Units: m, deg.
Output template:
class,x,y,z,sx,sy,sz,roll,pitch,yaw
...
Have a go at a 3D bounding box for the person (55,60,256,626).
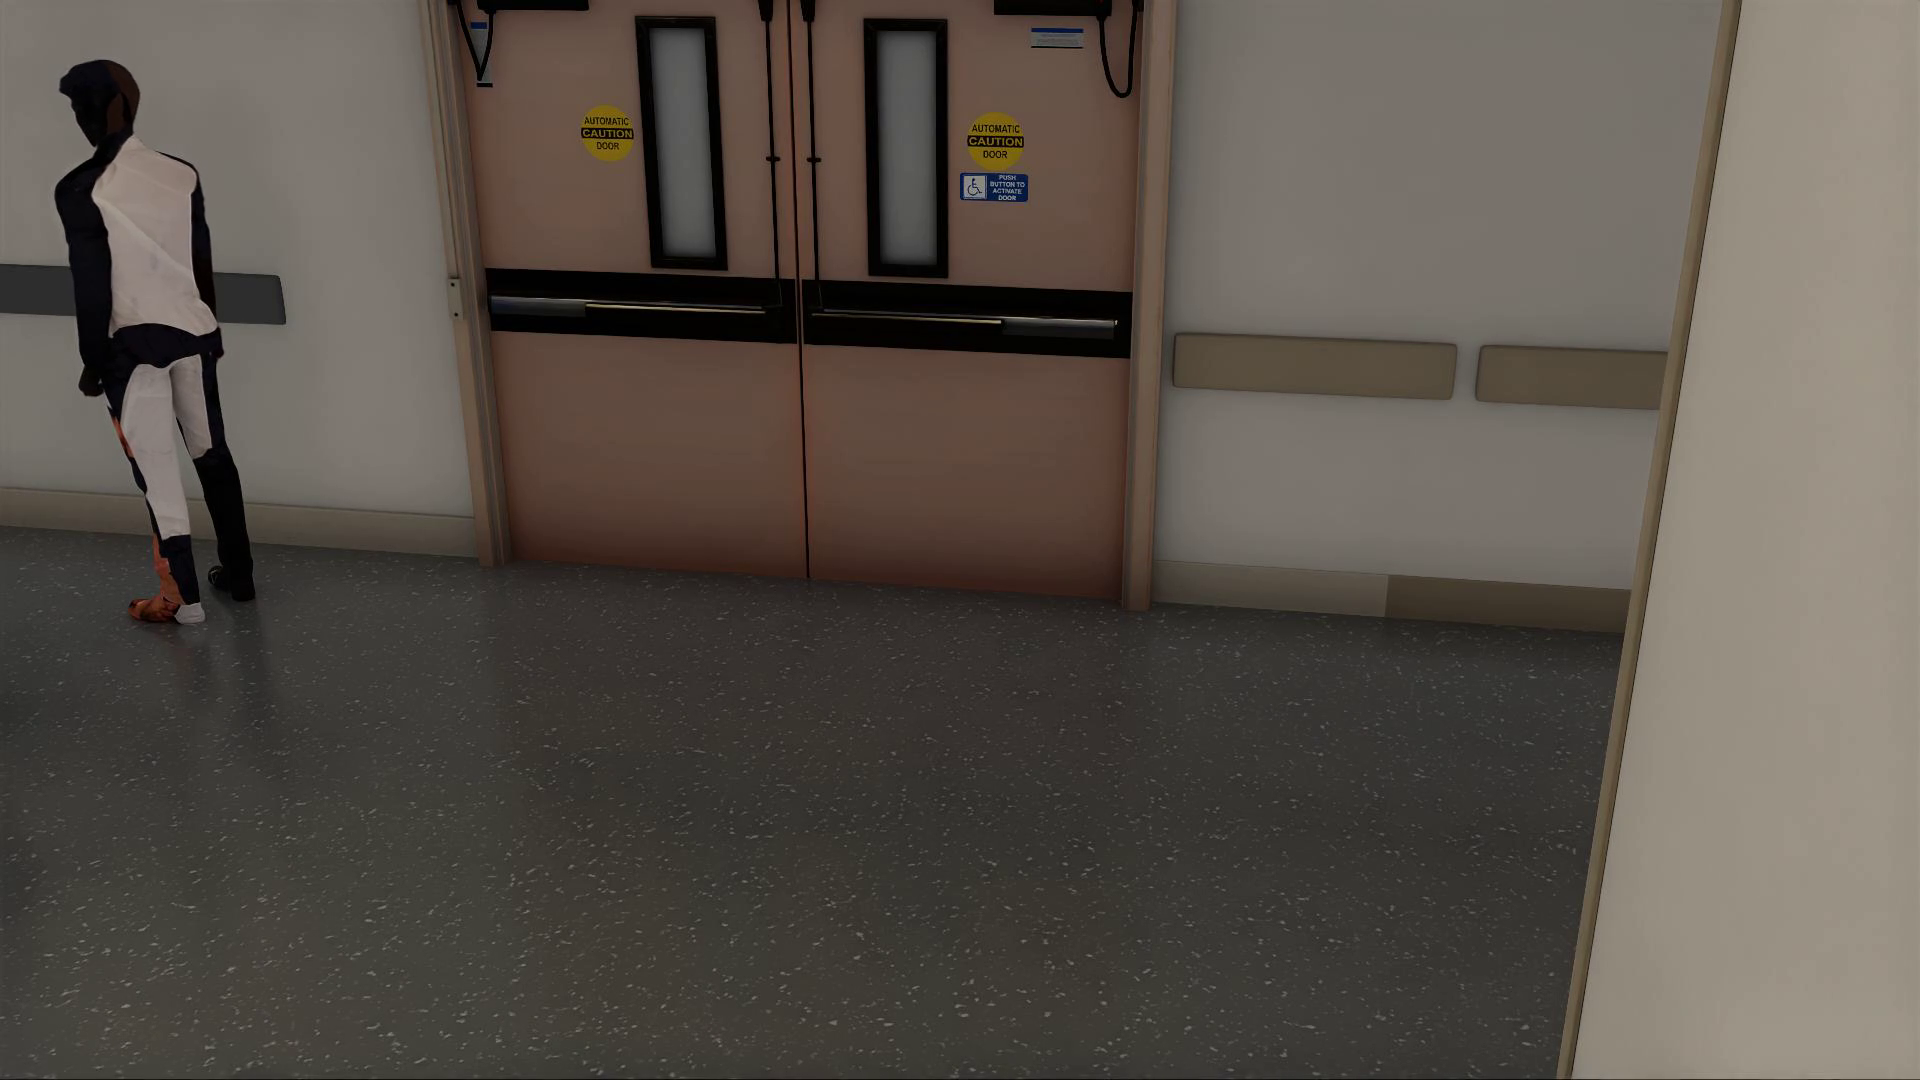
class,x,y,z,sx,sy,sz,roll,pitch,yaw
person,-2.716,-0.648,5.622,0.709,1.891,0.755,11,23,27
